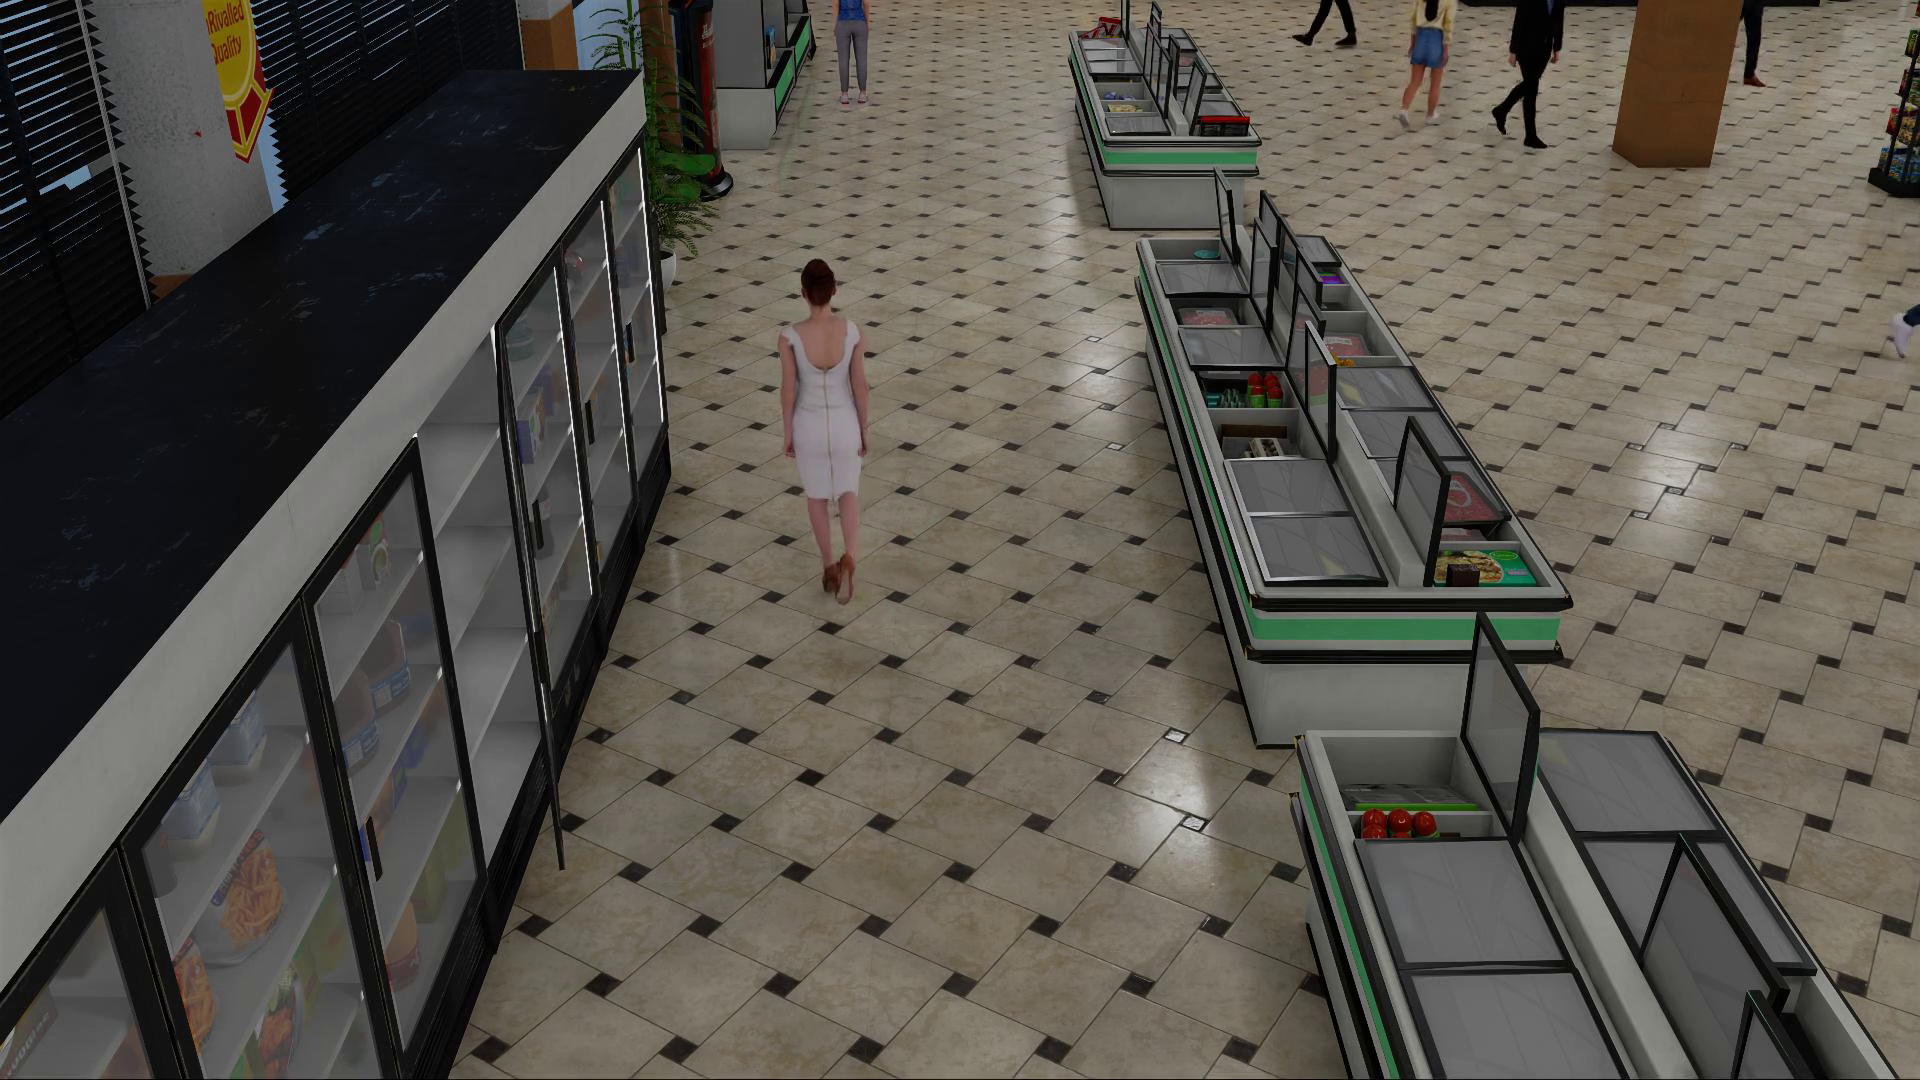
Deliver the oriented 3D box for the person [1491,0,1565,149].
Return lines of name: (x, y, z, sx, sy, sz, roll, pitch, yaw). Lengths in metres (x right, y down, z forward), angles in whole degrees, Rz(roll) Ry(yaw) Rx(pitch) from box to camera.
person: (5.618, -4.857, 16.416, 0.994, 1.861, 1.279, -11, 29, -20)

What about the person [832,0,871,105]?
person: (-1.189, -5.601, 18.161, 0.584, 1.610, 0.569, -3, 27, -6)

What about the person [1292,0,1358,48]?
person: (4.844, -7.103, 20.940, 0.881, 1.775, 1.152, -5, 27, -9)

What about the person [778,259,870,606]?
person: (-0.622, -0.439, 7.797, 0.658, 1.777, 0.944, -4, 27, -9)

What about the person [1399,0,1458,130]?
person: (4.754, -4.992, 16.965, 1.026, 1.606, 1.183, 17, 31, 30)
